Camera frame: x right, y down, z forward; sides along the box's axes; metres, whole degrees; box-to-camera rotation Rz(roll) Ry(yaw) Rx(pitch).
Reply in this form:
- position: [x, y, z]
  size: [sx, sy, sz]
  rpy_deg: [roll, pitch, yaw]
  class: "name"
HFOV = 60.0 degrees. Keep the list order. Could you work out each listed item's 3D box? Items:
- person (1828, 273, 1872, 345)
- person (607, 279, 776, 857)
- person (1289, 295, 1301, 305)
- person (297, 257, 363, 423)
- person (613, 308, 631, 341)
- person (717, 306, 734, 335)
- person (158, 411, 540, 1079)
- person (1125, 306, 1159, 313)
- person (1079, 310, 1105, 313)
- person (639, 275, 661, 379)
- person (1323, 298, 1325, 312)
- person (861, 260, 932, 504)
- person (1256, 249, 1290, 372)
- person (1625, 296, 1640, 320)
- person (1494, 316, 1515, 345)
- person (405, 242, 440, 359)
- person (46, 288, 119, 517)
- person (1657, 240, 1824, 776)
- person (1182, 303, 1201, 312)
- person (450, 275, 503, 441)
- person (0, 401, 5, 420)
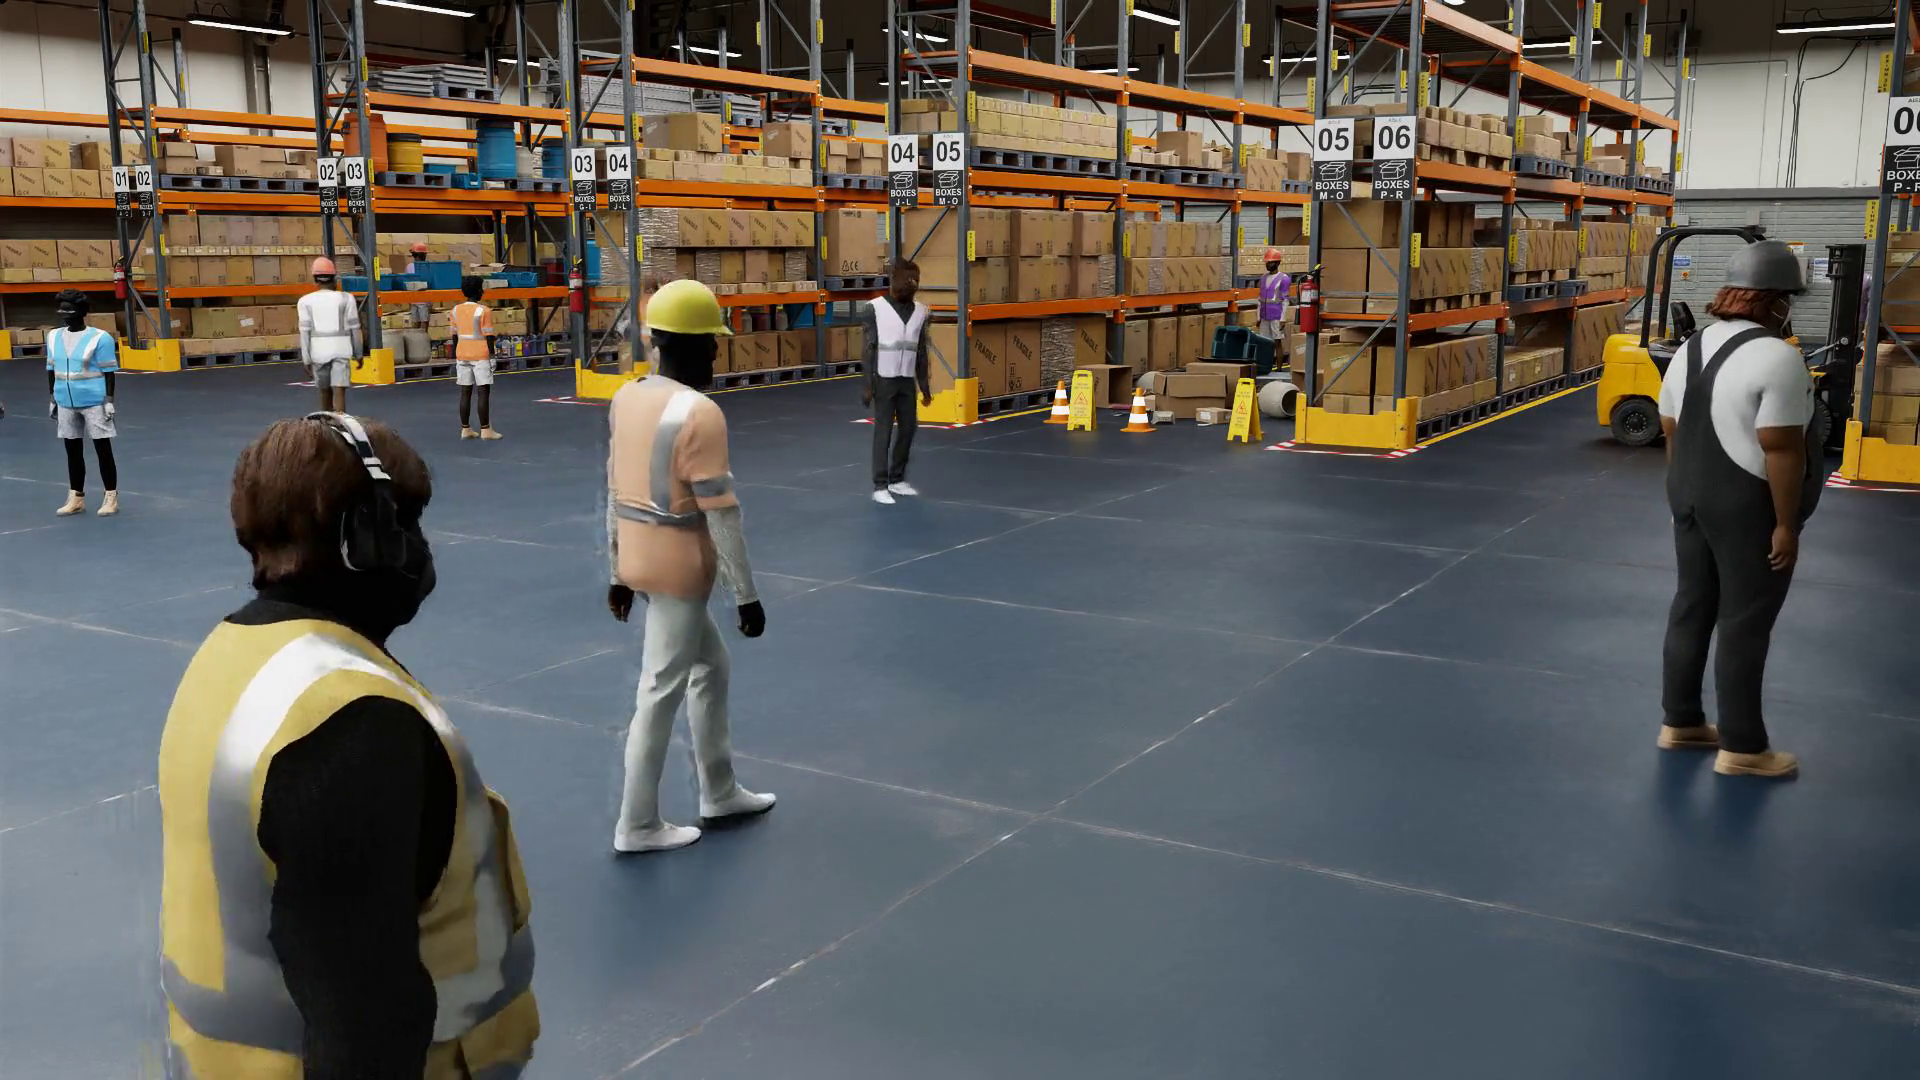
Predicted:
- position: [12.807, -3.192, 23.918]
  size: [0.582, 1.918, 0.388]
  rpy_deg: [6, 12, 29]
  class: "person"
- position: [-0.845, 0.094, 5.546]
  size: [0.798, 1.893, 0.605]
  rpy_deg: [-7, 12, -35]
  class: "person"
- position: [6.737, -4.828, 32.872]
  size: [0.638, 1.981, 1.015]
  rpy_deg: [9, 14, 41]
  class: "person"
- position: [-6.211, -1.834, 16.404]
  size: [0.546, 1.897, 0.991]
  rpy_deg: [-2, 10, -11]
  class: "person"
- position: [-6.760, -4.701, 33.167]
  size: [0.514, 1.621, 0.436]
  rpy_deg: [5, 11, 26]
  class: "person"
- position: [-3.733, -3.438, 25.275]
  size: [0.625, 1.931, 0.376]
  rpy_deg: [2, 10, 9]
  class: "person"
- position: [-0.761, 0.758, 2.133]
  size: [0.431, 1.806, 0.684]
  rpy_deg: [-8, 13, -36]
  class: "person"
- position: [3.400, -4.411, 30.679]
  size: [0.624, 1.951, 1.023]
  rpy_deg: [5, 11, 26]
  class: "person"
- position: [1.903, -3.355, 25.009]
  size: [0.661, 1.862, 0.985]
  rpy_deg: [6, 12, 30]
  class: "person"
- position: [-3.835, -2.465, 20.642]
  size: [0.531, 1.624, 0.527]
  rpy_deg: [-8, 13, -36]
  class: "person"
- position: [7.578, -4.993, 34.066]
  size: [0.676, 1.896, 0.624]
  rpy_deg: [-6, 12, -32]
  class: "person"
- position: [-0.551, -1.243, 13.143]
  size: [0.666, 1.891, 0.498]
  rpy_deg: [-9, 13, -40]
  class: "person"
- position: [4.521, -3.248, 24.170]
  size: [0.361, 1.938, 0.545]
  rpy_deg: [-8, 13, -39]
  class: "person"
- position: [12.733, -4.535, 31.670]
  size: [0.517, 1.842, 0.892]
  rpy_deg: [-2, 10, -12]
  class: "person"
- position: [10.794, -4.780, 32.935]
  size: [0.753, 1.890, 0.577]
  rpy_deg: [4, 11, 20]
  class: "person"
- position: [-9.316, -4.122, 28.768]
  size: [0.608, 2.044, 0.370]
  rpy_deg: [9, 13, 40]
  class: "person"
- position: [-6.512, -1.014, 12.344]
  size: [0.532, 1.693, 0.319]
  rpy_deg: [1, 10, 3]
  class: "person"
- position: [3.045, -0.133, 6.432]
  size: [0.536, 2.000, 0.688]
  rpy_deg: [-2, 10, -12]
  class: "person"
- position: [3.996, -4.025, 28.790]
  size: [0.346, 1.842, 0.505]
  rpy_deg: [-7, 12, -33]
  class: "person"
- position: [-4.980, -1.865, 17.097]
  size: [0.542, 1.695, 0.316]
  rpy_deg: [5, 11, 26]
  class: "person"
- position: [-7.085, -1.006, 11.809]
  size: [0.591, 1.867, 0.603]
  rpy_deg: [3, 11, 16]
  class: "person"
